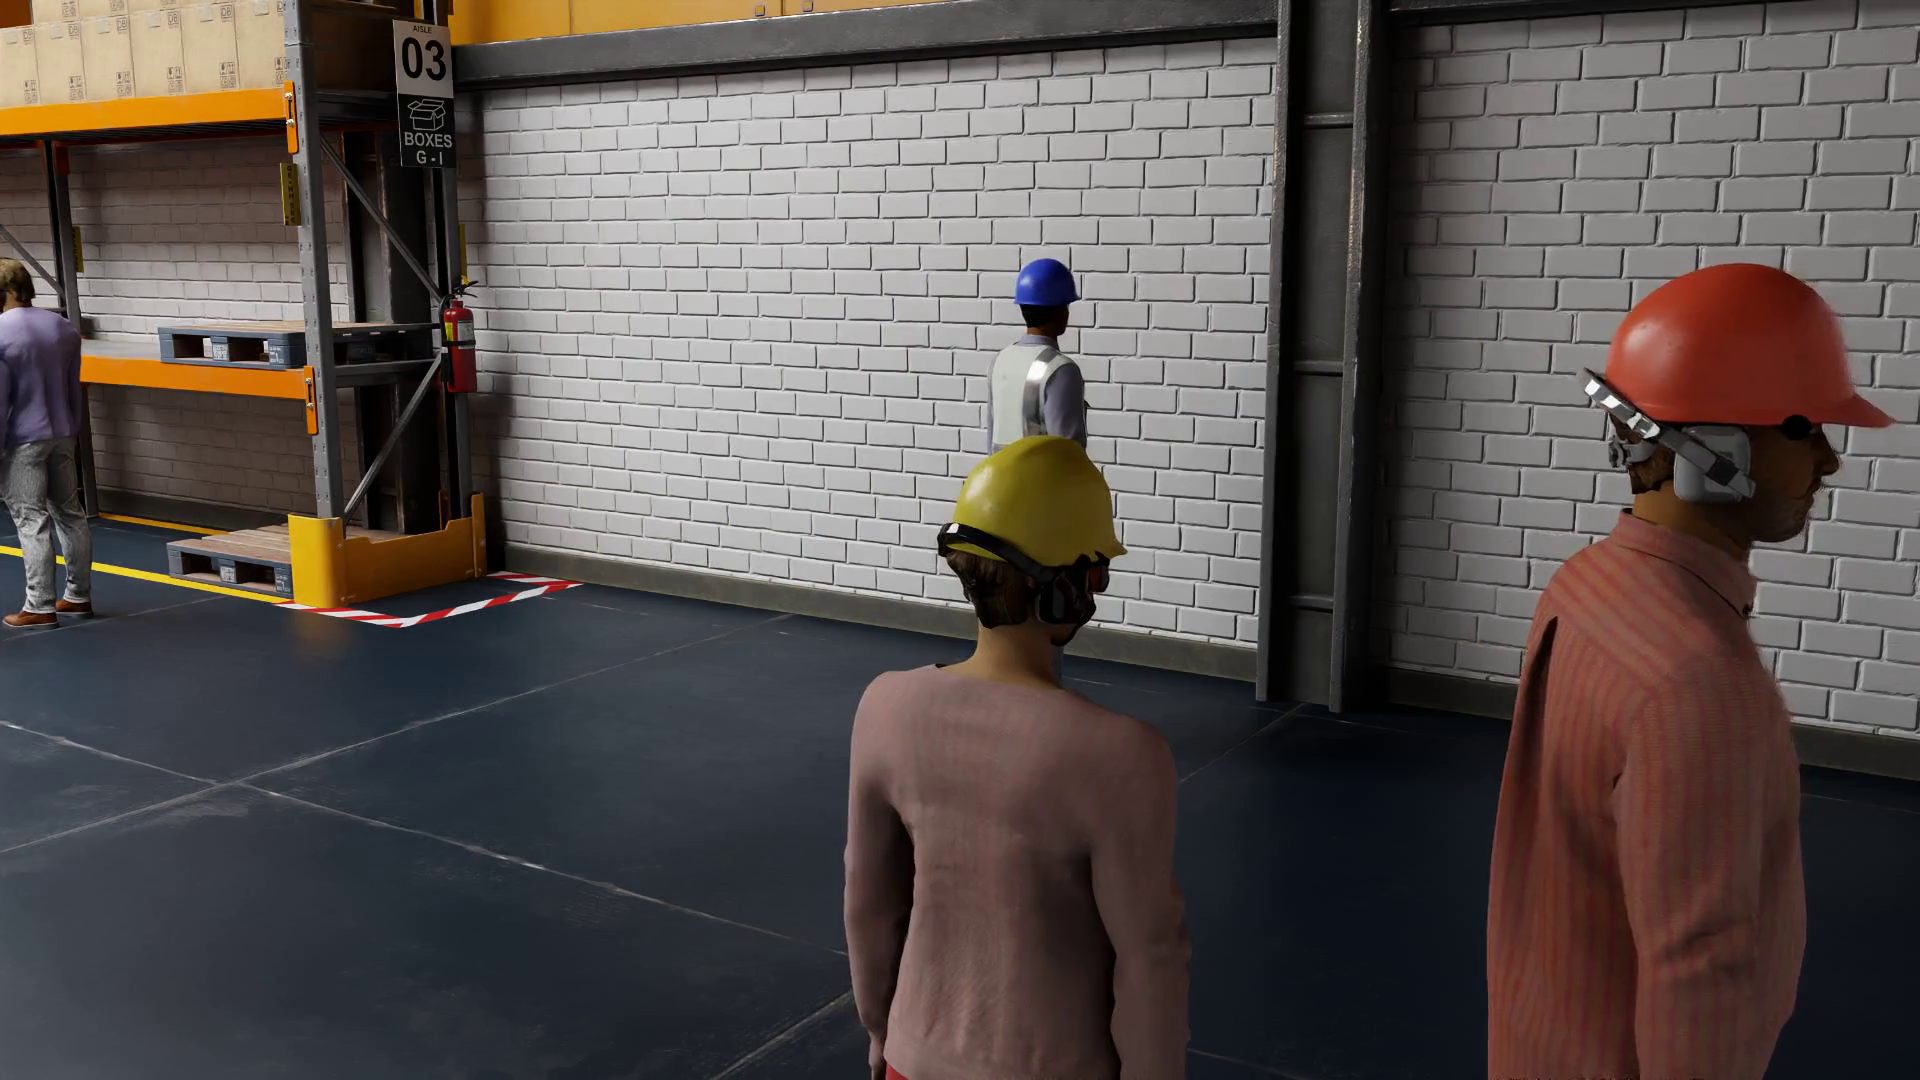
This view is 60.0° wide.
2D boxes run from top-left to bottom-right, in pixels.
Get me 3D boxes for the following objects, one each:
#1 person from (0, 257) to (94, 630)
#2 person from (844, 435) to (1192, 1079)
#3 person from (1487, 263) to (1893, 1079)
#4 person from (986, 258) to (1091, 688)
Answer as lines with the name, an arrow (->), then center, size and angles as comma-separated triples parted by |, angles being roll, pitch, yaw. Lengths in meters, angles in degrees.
person -> -4.832, -0.493, 8.664 | 0.372, 1.933, 0.627 | 3, 11, 17
person -> 0.085, 0.736, 2.314 | 0.532, 1.767, 0.328 | 7, 13, 36
person -> 0.854, 0.666, 2.067 | 0.395, 1.993, 0.614 | 2, 10, 8
person -> 0.323, -0.130, 6.599 | 0.385, 1.948, 0.615 | -5, 12, -27
